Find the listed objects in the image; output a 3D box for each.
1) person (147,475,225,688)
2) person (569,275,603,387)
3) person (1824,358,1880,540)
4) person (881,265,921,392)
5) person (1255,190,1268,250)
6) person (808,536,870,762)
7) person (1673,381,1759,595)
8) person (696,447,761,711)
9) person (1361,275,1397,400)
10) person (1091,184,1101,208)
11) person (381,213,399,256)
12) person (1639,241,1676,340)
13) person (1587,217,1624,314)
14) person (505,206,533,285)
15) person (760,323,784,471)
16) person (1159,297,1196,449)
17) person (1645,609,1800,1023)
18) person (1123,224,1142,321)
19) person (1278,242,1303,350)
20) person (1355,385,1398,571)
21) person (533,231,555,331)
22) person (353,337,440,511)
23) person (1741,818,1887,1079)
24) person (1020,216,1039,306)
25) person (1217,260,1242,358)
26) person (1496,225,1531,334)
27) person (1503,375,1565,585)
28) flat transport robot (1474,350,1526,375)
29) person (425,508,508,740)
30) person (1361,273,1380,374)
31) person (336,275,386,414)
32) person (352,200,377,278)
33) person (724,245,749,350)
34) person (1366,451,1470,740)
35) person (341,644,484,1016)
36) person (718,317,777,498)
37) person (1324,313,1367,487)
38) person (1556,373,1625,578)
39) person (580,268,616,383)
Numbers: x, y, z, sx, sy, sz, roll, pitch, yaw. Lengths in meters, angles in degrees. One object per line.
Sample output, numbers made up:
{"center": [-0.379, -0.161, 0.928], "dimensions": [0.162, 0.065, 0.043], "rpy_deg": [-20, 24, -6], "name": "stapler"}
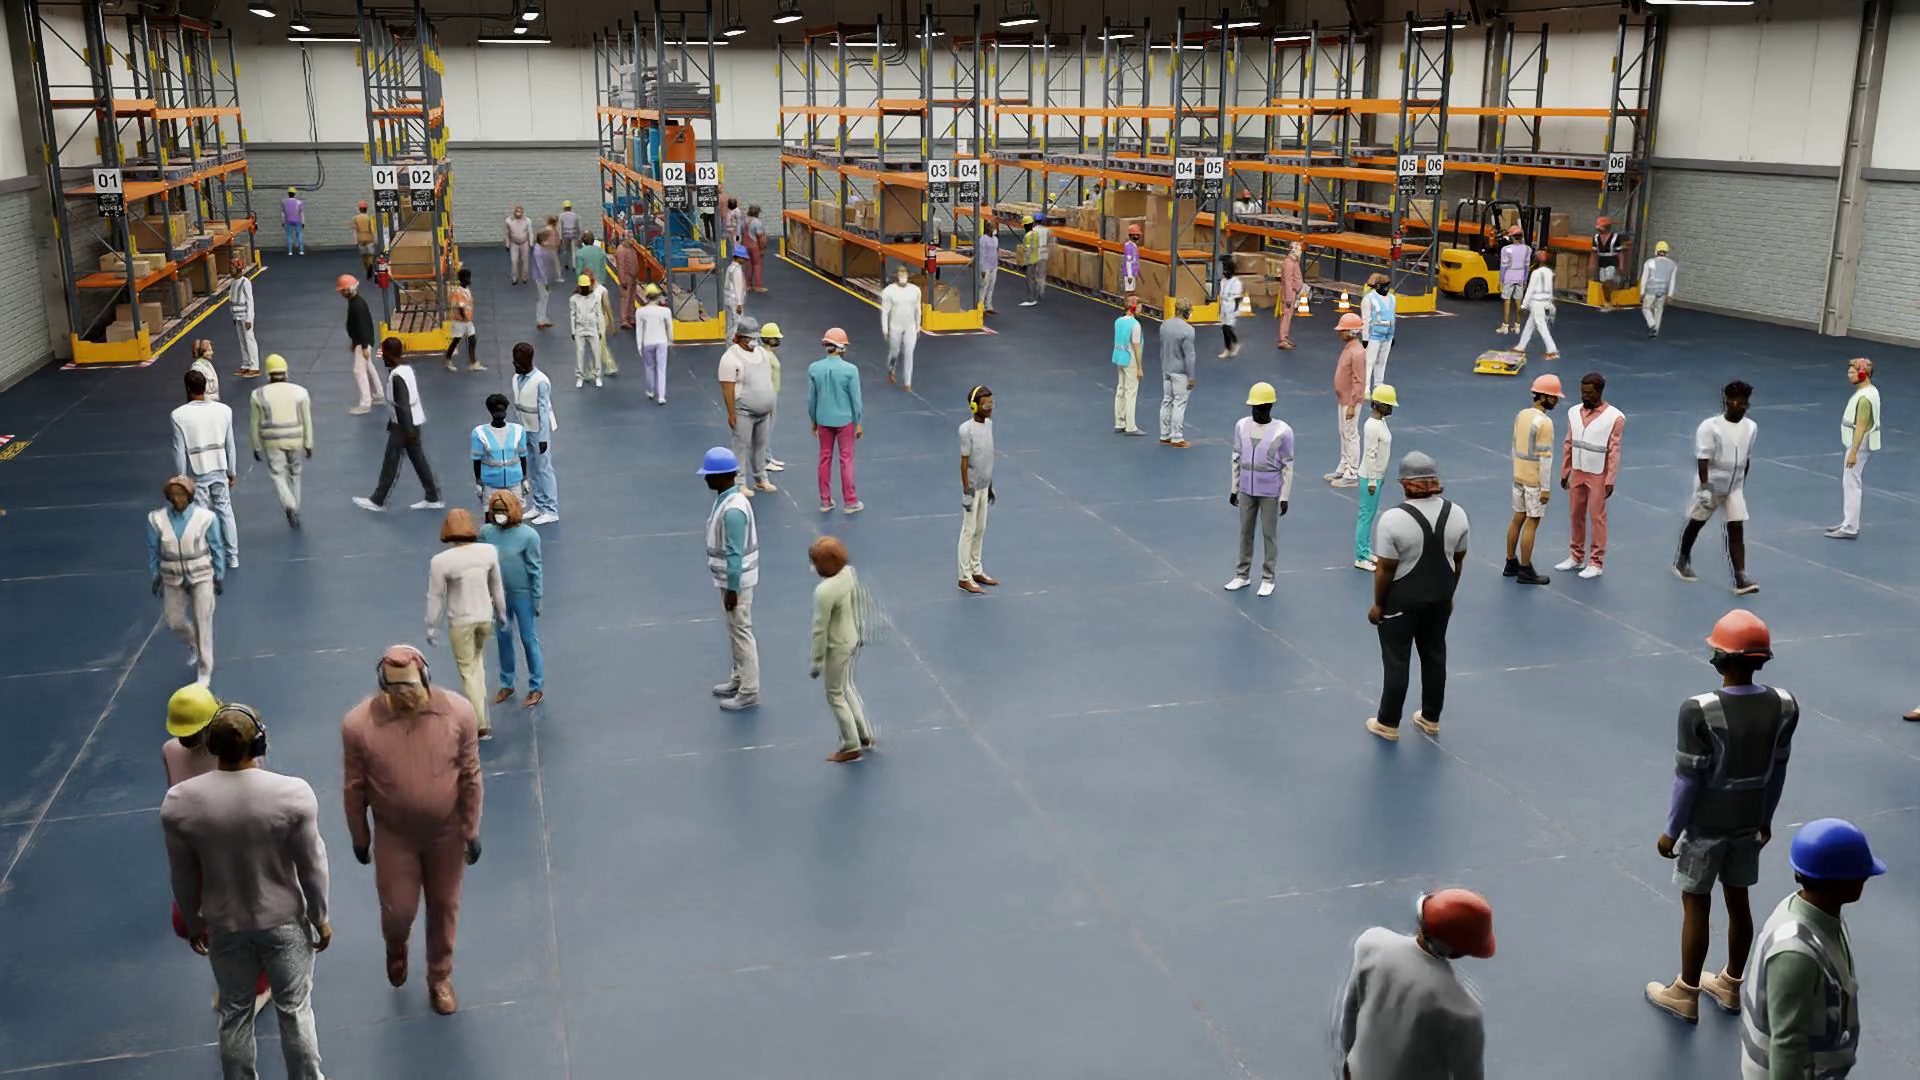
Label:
{"center": [-5.840, 0.294, 12.611], "dimensions": [0.528, 1.625, 0.485], "rpy_deg": [-3, 15, -10], "name": "person"}
{"center": [-5.757, -3.224, 25.663], "dimensions": [0.487, 1.736, 0.326], "rpy_deg": [-2, 15, -8], "name": "person"}
{"center": [9.071, -0.920, 16.808], "dimensions": [0.404, 1.831, 0.572], "rpy_deg": [7, 17, 26], "name": "person"}
{"center": [-0.908, -3.247, 25.388], "dimensions": [0.627, 1.923, 0.750], "rpy_deg": [-4, 15, -15], "name": "person"}
{"center": [8.856, -9.383, 48.795], "dimensions": [0.327, 1.752, 0.563], "rpy_deg": [13, 20, 40], "name": "person"}
{"center": [-0.825, 0.726, 11.041], "dimensions": [0.316, 1.601, 0.573], "rpy_deg": [4, 15, 15], "name": "person"}
{"center": [6.889, -0.481, 14.995], "dimensions": [0.625, 1.911, 1.027], "rpy_deg": [-2, 15, -9], "name": "person"}
{"center": [-1.679, 0.271, 12.128], "dimensions": [0.421, 1.938, 0.603], "rpy_deg": [-4, 15, -15], "name": "person"}
{"center": [6.204, -3.000, 24.610], "dimensions": [0.633, 1.841, 0.429], "rpy_deg": [-9, 17, -30], "name": "person"}
{"center": [4.206, -9.912, 50.619], "dimensions": [0.521, 1.853, 0.381], "rpy_deg": [8, 17, 28], "name": "person"}
{"center": [-16.115, -8.960, 47.034], "dimensions": [0.634, 1.841, 0.429], "rpy_deg": [1, 15, 5], "name": "person"}
{"center": [12.826, -4.577, 30.583], "dimensions": [0.611, 1.817, 0.466], "rpy_deg": [1, 15, 2], "name": "person"}
{"center": [13.371, -5.684, 34.434], "dimensions": [0.742, 1.980, 0.641], "rpy_deg": [-12, 19, -38], "name": "person"}
{"center": [-10.551, -7.054, 39.836], "dimensions": [0.656, 1.856, 0.920], "rpy_deg": [-4, 15, -13], "name": "person"}
{"center": [-2.254, -1.717, 19.925], "dimensions": [0.316, 1.767, 0.535], "rpy_deg": [-1, 15, -3], "name": "person"}
{"center": [2.770, -2.115, 21.123], "dimensions": [0.383, 1.929, 0.634], "rpy_deg": [-9, 17, -30], "name": "person"}
{"center": [3.627, 1.322, 7.959], "dimensions": [0.608, 2.044, 0.378], "rpy_deg": [-4, 15, -15], "name": "person"}
{"center": [3.423, -5.284, 33.017], "dimensions": [0.361, 1.939, 0.543], "rpy_deg": [4, 15, 15], "name": "person"}
{"center": [5.892, -4.345, 29.573], "dimensions": [0.395, 1.898, 0.639], "rpy_deg": [4, 15, 14], "name": "person"}
{"center": [3.929, -0.595, 15.713], "dimensions": [0.319, 1.763, 0.522], "rpy_deg": [6, 16, 21], "name": "person"}
{"center": [-8.032, -4.989, 32.009], "dimensions": [0.368, 1.896, 0.712], "rpy_deg": [-2, 15, -8], "name": "person"}
{"center": [-6.111, -1.233, 17.886], "dimensions": [0.931, 1.880, 0.601], "rpy_deg": [-3, 15, -9], "name": "person"}
{"center": [2.984, 1.903, 5.947], "dimensions": [0.378, 1.949, 0.614], "rpy_deg": [9, 17, 31], "name": "person"}
{"center": [1.490, -5.997, 35.736], "dimensions": [0.374, 1.919, 0.585], "rpy_deg": [5, 16, 19], "name": "person"}
{"center": [4.576, -3.926, 28.388], "dimensions": [0.364, 1.681, 0.542], "rpy_deg": [-8, 17, -26], "name": "person"}
{"center": [10.430, -4.904, 31.388], "dimensions": [0.609, 2.043, 0.375], "rpy_deg": [-3, 15, -12], "name": "person"}
{"center": [5.279, -0.561, 15.261], "dimensions": [0.378, 1.928, 0.550], "rpy_deg": [-2, 15, -9], "name": "person"}
{"center": [8.890, -2.926, 27.337], "dimensions": [0.652, 0.197, 1.431], "rpy_deg": [7, 16, 24], "name": "flat transport robot"}
{"center": [-3.436, 0.580, 11.574], "dimensions": [0.496, 1.601, 0.593], "rpy_deg": [14, 20, 42], "name": "person"}
{"center": [6.667, -3.505, 26.930], "dimensions": [0.279, 1.628, 0.505], "rpy_deg": [-7, 16, -23], "name": "person"}
{"center": [-8.557, -2.809, 23.735], "dimensions": [0.573, 1.940, 0.810], "rpy_deg": [-6, 16, -23], "name": "person"}
{"center": [-14.673, -7.404, 41.046], "dimensions": [0.543, 1.916, 0.571], "rpy_deg": [-4, 15, -13], "name": "person"}
{"center": [-3.814, -4.066, 28.454], "dimensions": [0.434, 1.934, 0.622], "rpy_deg": [-5, 16, -18], "name": "person"}
{"center": [3.120, 0.371, 11.542], "dimensions": [0.672, 2.000, 0.536], "rpy_deg": [-4, 15, -16], "name": "person"}
{"center": [-2.617, 1.383, 8.037], "dimensions": [0.640, 1.885, 0.502], "rpy_deg": [-6, 16, -22], "name": "person"}
{"center": [-2.333, -1.497, 18.569], "dimensions": [0.535, 2.000, 0.686], "rpy_deg": [10, 18, 34], "name": "person"}
{"center": [4.446, -1.606, 19.073], "dimensions": [0.388, 1.993, 0.613], "rpy_deg": [0, 15, 0], "name": "person"}
{"center": [5.873, -0.616, 15.519], "dimensions": [0.411, 1.907, 0.601], "rpy_deg": [-9, 17, -30], "name": "person"}
{"center": [-5.735, -3.382, 26.161], "dimensions": [0.631, 1.823, 0.671], "rpy_deg": [12, 19, 38], "name": "person"}
